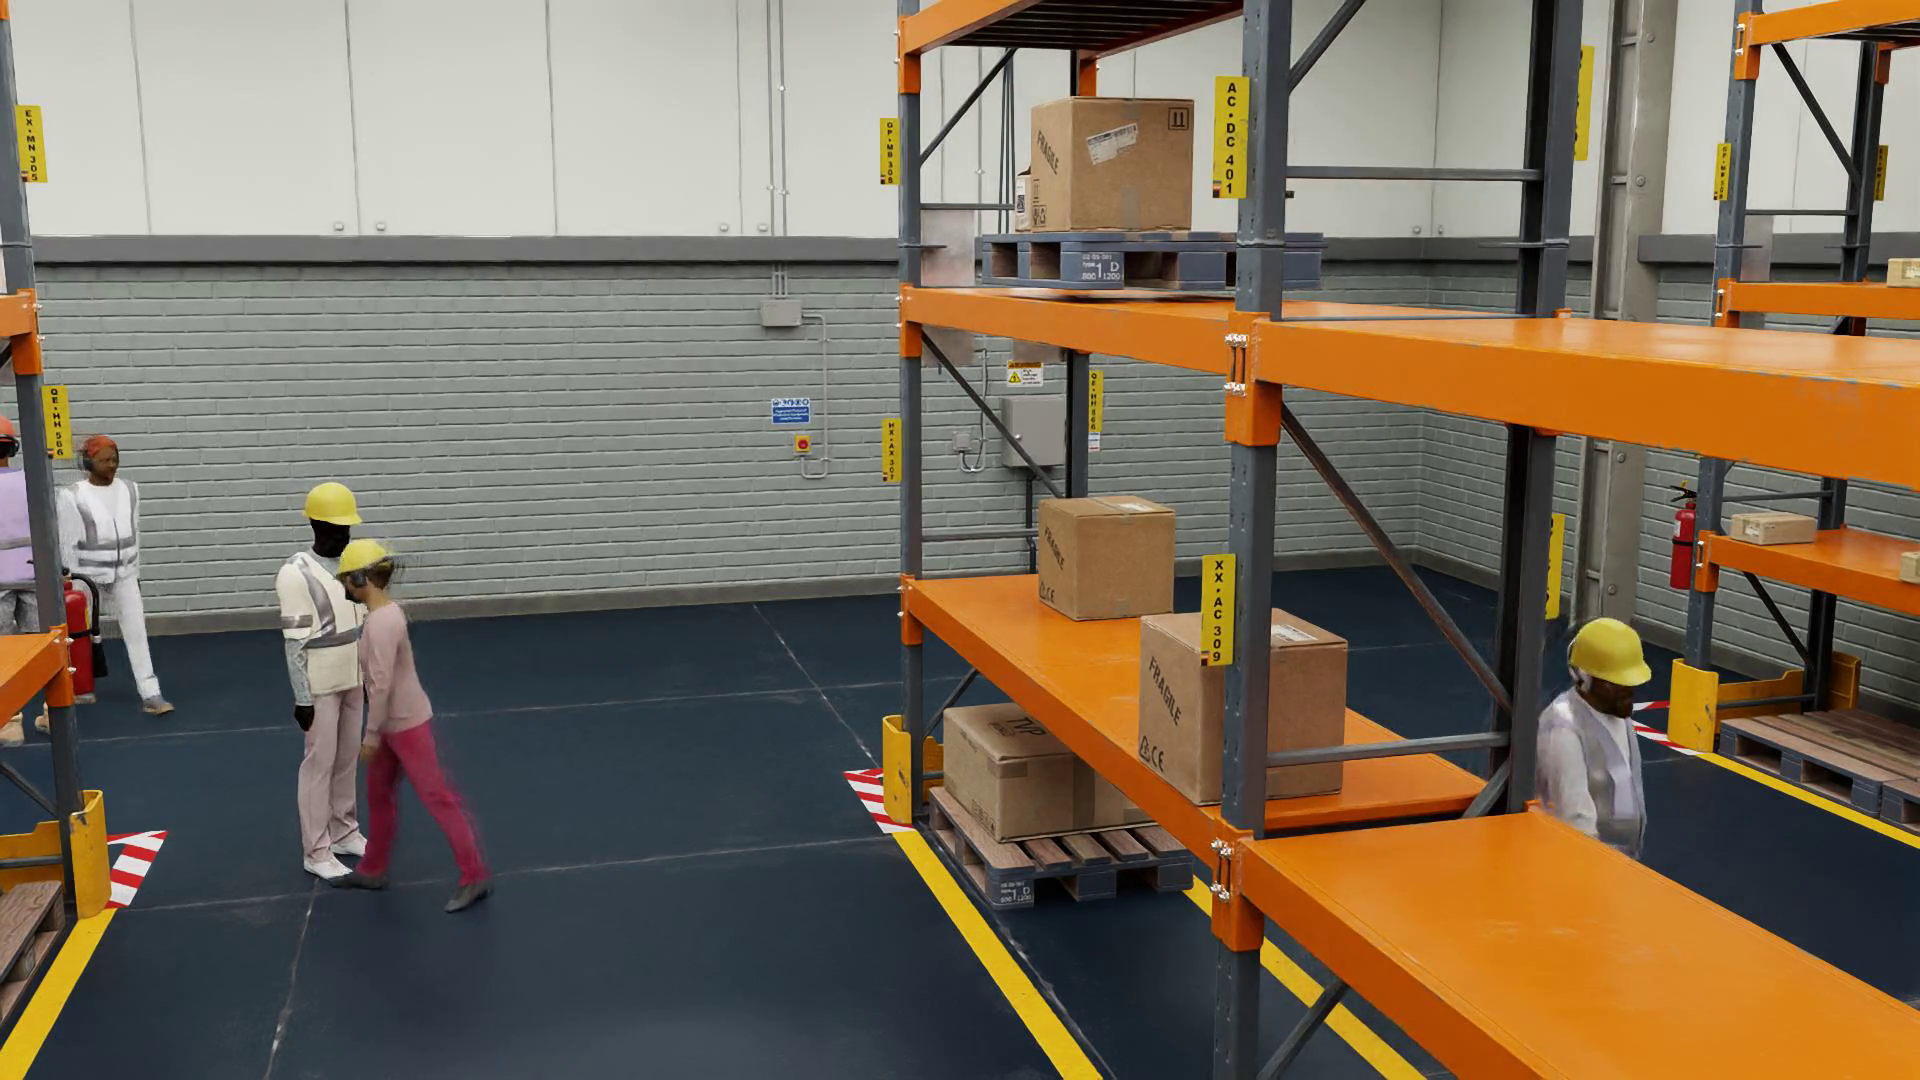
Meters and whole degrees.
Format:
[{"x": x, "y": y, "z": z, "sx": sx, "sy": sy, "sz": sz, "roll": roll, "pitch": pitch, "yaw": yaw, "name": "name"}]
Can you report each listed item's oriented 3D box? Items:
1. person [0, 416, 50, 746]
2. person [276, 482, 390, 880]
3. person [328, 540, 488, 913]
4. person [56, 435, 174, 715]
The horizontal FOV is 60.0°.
[{"x": -5.848, "y": 0.239, "z": 10.203, "sx": 0.391, "sy": 2.040, "sz": 0.615, "roll": 6, "pitch": 12, "yaw": 31, "name": "person"}, {"x": -3.026, "y": 0.671, "z": 8.077, "sx": 0.379, "sy": 1.922, "sz": 0.594, "roll": 2, "pitch": 10, "yaw": 13, "name": "person"}, {"x": -2.579, "y": 0.852, "z": 7.680, "sx": 0.739, "sy": 1.715, "sz": 0.550, "roll": -3, "pitch": 11, "yaw": -19, "name": "person"}, {"x": -5.621, "y": 0.224, "z": 10.901, "sx": 1.009, "sy": 1.837, "sz": 0.595, "roll": 6, "pitch": 12, "yaw": 31, "name": "person"}]
